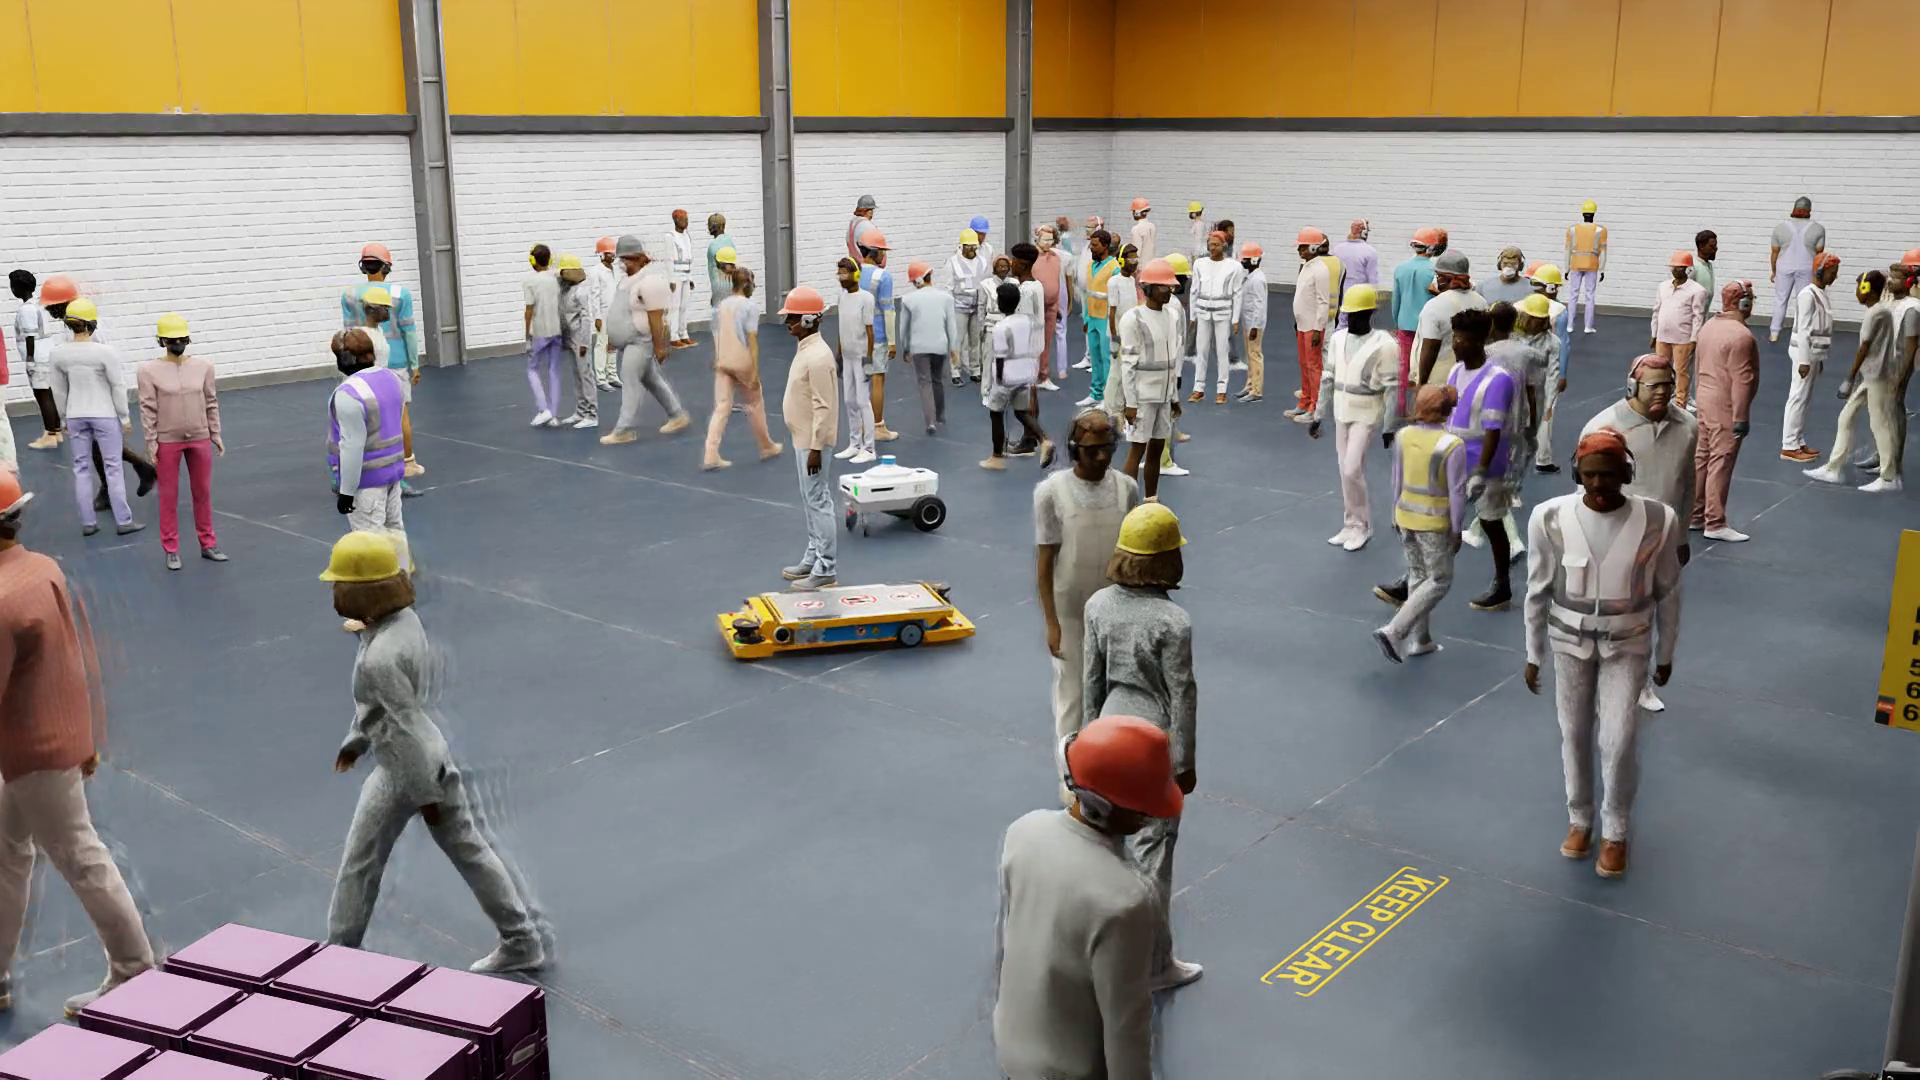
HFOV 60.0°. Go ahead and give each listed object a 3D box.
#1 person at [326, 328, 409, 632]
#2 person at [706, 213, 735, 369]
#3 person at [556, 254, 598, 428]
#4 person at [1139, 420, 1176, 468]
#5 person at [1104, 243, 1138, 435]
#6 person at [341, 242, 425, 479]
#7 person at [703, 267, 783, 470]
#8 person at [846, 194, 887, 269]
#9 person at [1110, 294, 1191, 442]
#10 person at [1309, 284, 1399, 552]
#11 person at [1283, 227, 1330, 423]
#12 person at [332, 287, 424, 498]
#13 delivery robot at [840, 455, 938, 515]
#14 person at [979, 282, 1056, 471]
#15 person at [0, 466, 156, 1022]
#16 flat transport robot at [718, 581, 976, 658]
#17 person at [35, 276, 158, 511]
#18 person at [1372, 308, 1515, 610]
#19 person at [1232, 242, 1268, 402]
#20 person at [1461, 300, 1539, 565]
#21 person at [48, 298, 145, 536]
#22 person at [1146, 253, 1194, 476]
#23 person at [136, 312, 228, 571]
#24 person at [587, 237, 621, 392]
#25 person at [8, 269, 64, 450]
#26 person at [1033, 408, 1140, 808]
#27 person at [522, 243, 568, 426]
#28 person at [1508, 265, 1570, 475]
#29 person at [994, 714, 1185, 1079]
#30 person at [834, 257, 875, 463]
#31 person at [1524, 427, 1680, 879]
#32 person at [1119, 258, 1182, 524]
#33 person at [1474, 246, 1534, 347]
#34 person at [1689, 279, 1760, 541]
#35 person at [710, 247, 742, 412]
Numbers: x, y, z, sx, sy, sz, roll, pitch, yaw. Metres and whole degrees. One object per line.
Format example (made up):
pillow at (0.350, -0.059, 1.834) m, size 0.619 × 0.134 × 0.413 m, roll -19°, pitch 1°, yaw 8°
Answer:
person at (-3.574, -0.360, 10.030) m, size 0.429 × 1.838 × 0.622 m, roll 2°, pitch 14°, yaw 9°
person at (-2.979, -3.107, 20.797) m, size 0.352 × 1.937 × 0.635 m, roll 2°, pitch 14°, yaw 9°
person at (-3.881, -2.007, 16.797) m, size 0.315 × 1.743 × 0.487 m, roll -8°, pitch 16°, yaw -30°
person at (1.753, -1.392, 14.560) m, size 0.280 × 1.634 × 0.499 m, roll -2°, pitch 14°, yaw -10°
person at (1.623, -1.991, 16.476) m, size 0.328 × 1.874 × 0.517 m, roll 8°, pitch 16°, yaw 29°
person at (-4.942, -1.524, 14.278) m, size 0.604 × 2.034 × 0.386 m, roll -1°, pitch 14°, yaw -3°
person at (-1.972, -1.526, 14.827) m, size 0.553 × 1.780 × 0.975 m, roll 9°, pitch 17°, yaw 31°
person at (-1.313, -3.924, 23.854) m, size 0.537 × 2.000 × 0.689 m, roll -8°, pitch 16°, yaw -28°
person at (1.858, -1.724, 15.836) m, size 0.726 × 1.659 × 0.551 m, roll -4°, pitch 15°, yaw -15°
person at (2.805, -0.880, 11.947) m, size 0.485 × 1.914 × 0.605 m, roll -8°, pitch 16°, yaw -30°
person at (3.570, -2.200, 17.056) m, size 0.397 × 1.992 × 0.623 m, roll -1°, pitch 14°, yaw -6°
person at (-4.839, -1.177, 13.522) m, size 0.733 × 1.723 × 0.635 m, roll 0°, pitch 14°, yaw 1°
delivery robot at (-0.536, -0.396, 12.580) m, size 0.707 × 0.478 × 0.477 m, roll -6°, pitch 15°, yaw -23°
person at (0.509, -1.410, 14.519) m, size 0.673 × 1.675 × 0.534 m, roll 12°, pitch 18°, yaw 39°
person at (-3.193, 0.710, 5.489) m, size 0.924 × 1.952 × 0.624 m, roll -4°, pitch 15°, yaw -17°
flat transport robot at (-0.683, 0.458, 9.929) m, size 1.431 × 0.197 × 0.652 m, roll -4°, pitch 15°, yaw -16°
person at (-6.734, -1.134, 13.012) m, size 0.737 × 1.886 × 0.592 m, roll -9°, pitch 17°, yaw -32°
person at (3.097, -0.464, 10.275) m, size 0.994 × 1.909 × 0.634 m, roll -5°, pitch 15°, yaw -20°
person at (3.203, -2.401, 18.357) m, size 0.349 × 1.748 × 0.563 m, roll 0°, pitch 14°, yaw 2°
person at (3.807, -0.762, 11.672) m, size 0.544 × 1.823 × 0.946 m, roll -3°, pitch 14°, yaw -13°
person at (-6.421, -0.903, 12.338) m, size 0.523 × 1.769 × 0.316 m, roll 0°, pitch 14°, yaw -1°
person at (1.827, -1.529, 14.513) m, size 0.377 × 1.925 × 0.594 m, roll -3°, pitch 14°, yaw -10°
person at (-5.351, -0.687, 11.474) m, size 0.523 × 1.769 × 0.324 m, roll -13°, pitch 19°, yaw -43°
person at (-4.031, -2.593, 19.113) m, size 0.327 × 1.753 × 0.563 m, roll 5°, pitch 15°, yaw 20°
person at (-8.720, -1.707, 15.715) m, size 0.319 × 1.687 × 0.539 m, roll -5°, pitch 15°, yaw -19°
person at (0.581, 0.325, 7.297) m, size 0.530 × 1.832 × 0.420 m, roll -4°, pitch 15°, yaw -16°
person at (-4.200, -2.064, 16.815) m, size 0.543 × 1.848 × 0.403 m, roll -12°, pitch 18°, yaw -40°
person at (5.067, -1.487, 14.558) m, size 0.403 × 1.824 × 0.586 m, roll -11°, pitch 18°, yaw -36°
person at (0.221, 1.219, 3.959) m, size 0.493 × 1.725 × 0.687 m, roll -7°, pitch 16°, yaw -26°
person at (-0.962, -1.628, 15.065) m, size 0.345 × 1.857 × 0.516 m, roll -12°, pitch 18°, yaw -39°
person at (2.579, 0.450, 6.752) m, size 0.582 × 1.854 × 0.576 m, roll 7°, pitch 16°, yaw 26°
person at (1.455, -1.089, 12.516) m, size 0.368 × 2.047 × 0.606 m, roll 14°, pitch 19°, yaw 43°
person at (4.977, -1.713, 15.230) m, size 0.628 × 1.938 × 0.377 m, roll 6°, pitch 15°, yaw 24°
person at (5.656, -0.960, 12.273) m, size 0.402 × 1.913 × 0.640 m, roll 0°, pitch 14°, yaw -1°
person at (-2.484, -2.230, 17.673) m, size 0.339 × 1.756 × 0.532 m, roll -1°, pitch 14°, yaw -6°
